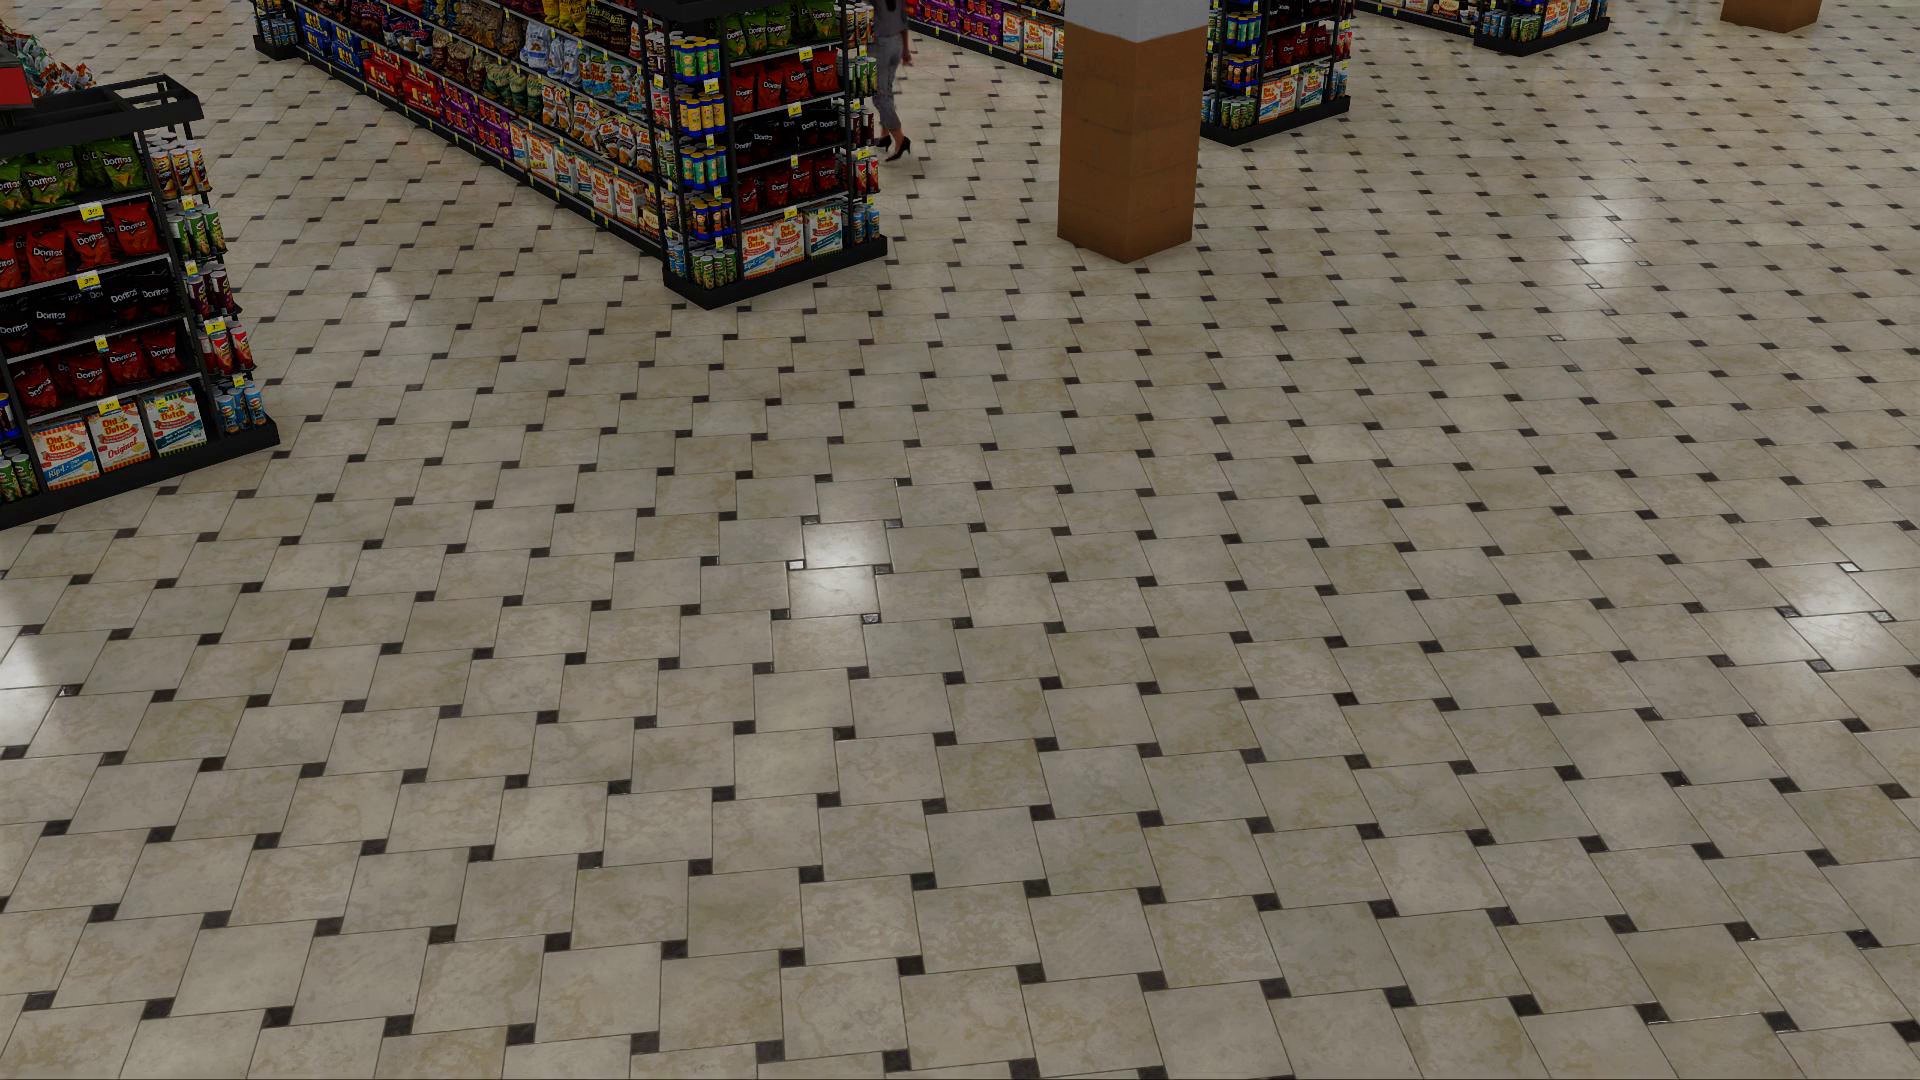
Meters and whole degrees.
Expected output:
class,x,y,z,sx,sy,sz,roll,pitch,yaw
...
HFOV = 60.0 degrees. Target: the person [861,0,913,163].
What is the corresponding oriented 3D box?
class,x,y,z,sx,sy,sz,roll,pitch,yaw
person,-0.580,-3.856,13.254,0.821,1.650,0.648,26,40,35
